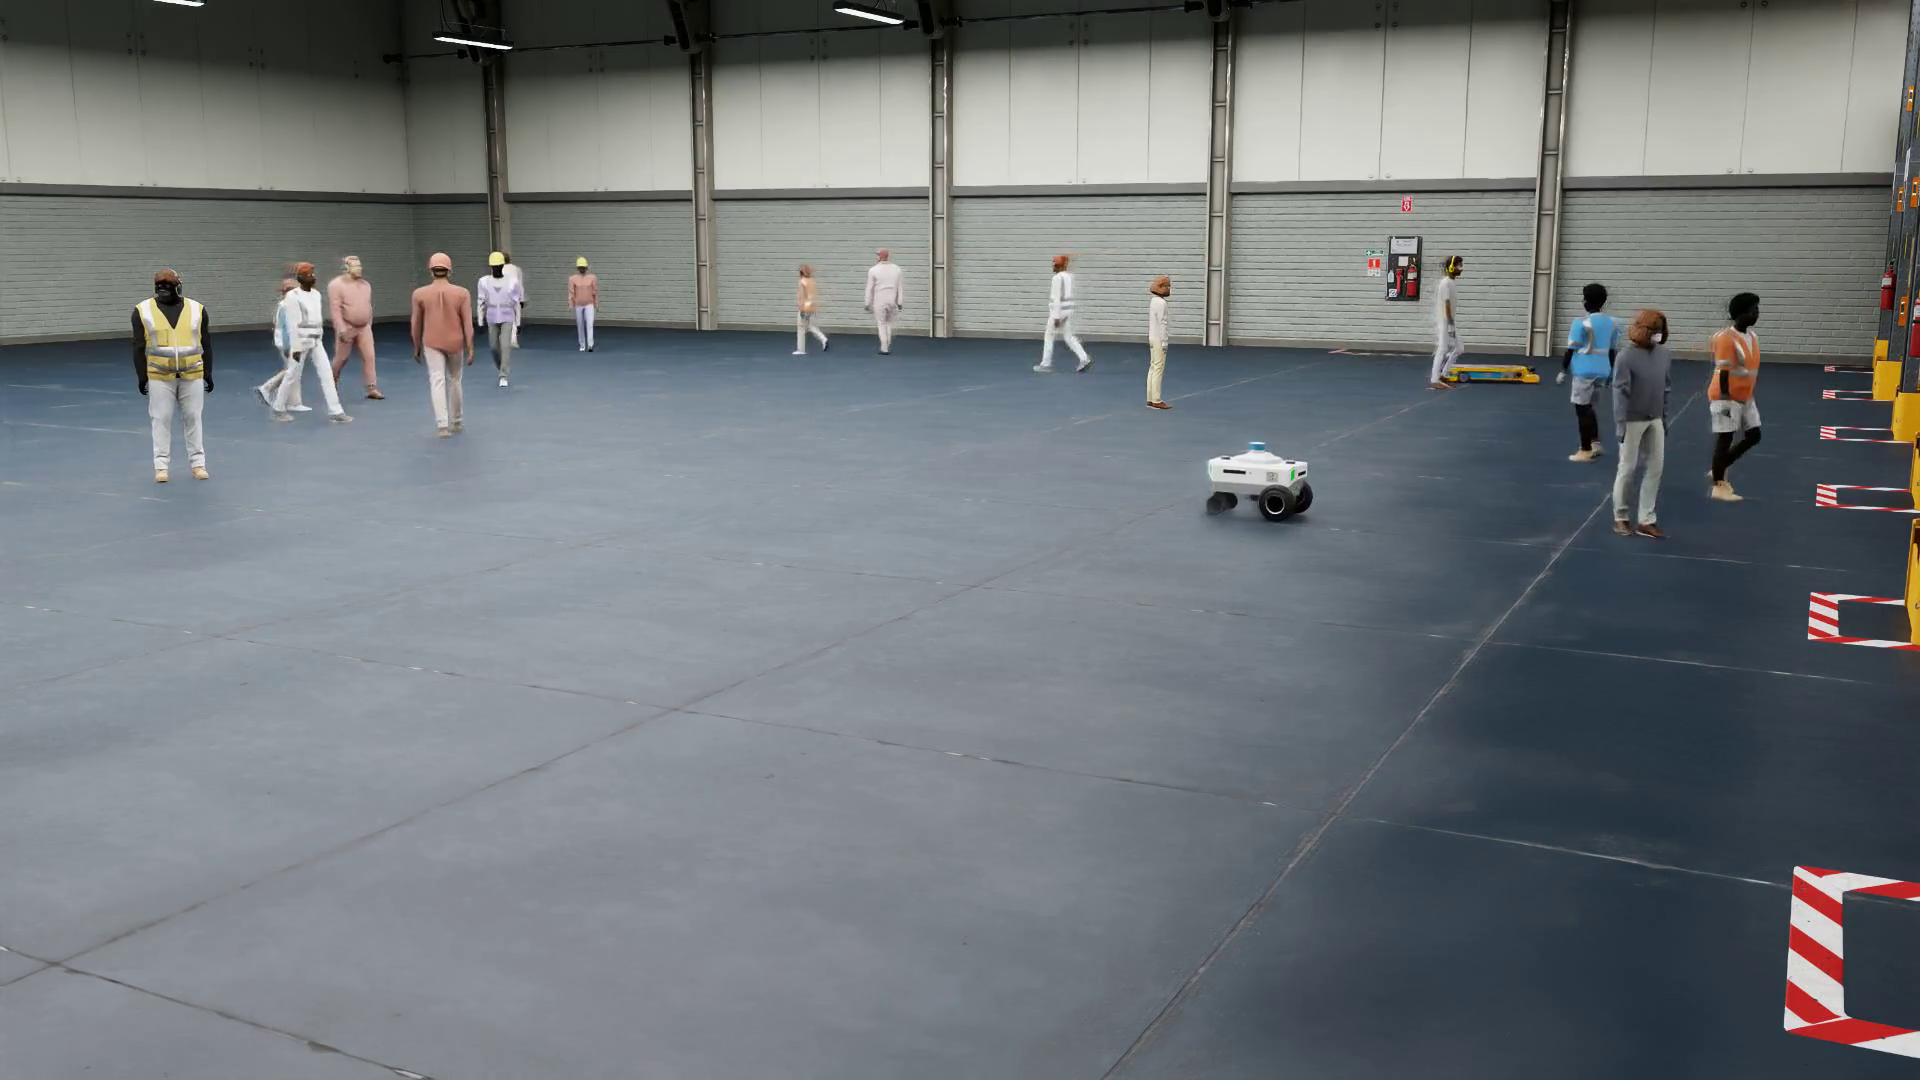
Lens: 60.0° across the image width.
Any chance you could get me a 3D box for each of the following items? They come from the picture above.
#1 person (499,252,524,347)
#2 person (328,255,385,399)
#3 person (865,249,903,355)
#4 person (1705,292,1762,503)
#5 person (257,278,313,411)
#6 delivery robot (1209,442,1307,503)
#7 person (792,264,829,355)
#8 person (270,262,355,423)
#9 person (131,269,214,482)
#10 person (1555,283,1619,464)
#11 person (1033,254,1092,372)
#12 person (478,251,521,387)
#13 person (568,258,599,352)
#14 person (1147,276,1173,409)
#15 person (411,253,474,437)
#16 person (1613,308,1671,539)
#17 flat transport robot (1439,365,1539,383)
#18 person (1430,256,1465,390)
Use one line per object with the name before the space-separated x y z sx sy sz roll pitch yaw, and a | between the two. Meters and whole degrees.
person | -8.736 -4.596 31.855 0.972 1.788 0.647 9 14 41
person | -7.974 -2.773 21.733 0.903 1.879 0.634 8 13 36
person | -1.417 -4.274 29.881 0.675 1.878 0.772 -6 12 -29
person | 6.199 -1.133 13.297 0.534 1.688 0.364 -7 13 -35
person | -8.201 -2.348 20.101 0.560 1.616 0.531 -3 11 -14
delivery robot | 2.263 -0.502 12.667 0.707 0.478 0.477 6 12 29
person | -2.684 -4.100 29.651 0.616 1.621 0.520 4 11 20
person | -7.459 -2.233 18.897 1.009 1.838 0.578 3 11 16
person | -6.816 -1.424 14.451 0.627 1.839 0.429 -6 12 -31
person | 5.854 -1.554 15.573 0.541 1.685 0.419 -6 12 -28
person | 1.617 -3.530 25.917 0.935 1.851 0.587 6 12 28
person | -6.552 -3.154 23.706 0.594 1.906 0.734 -1 10 -6
person | -6.899 -4.303 30.486 0.545 1.716 0.928 -2 11 -11
person | 2.466 -2.431 20.499 0.267 1.632 0.509 -1 10 -8
person | -5.543 -2.093 17.827 0.638 1.941 1.020 -3 11 -16
person | 4.841 -0.820 11.758 0.524 1.621 0.409 -4 11 -20
flat transport robot | 7.674 -2.434 24.234 1.431 0.197 0.652 3 11 16
person | 6.746 -2.983 22.935 0.514 1.850 0.526 6 12 30
